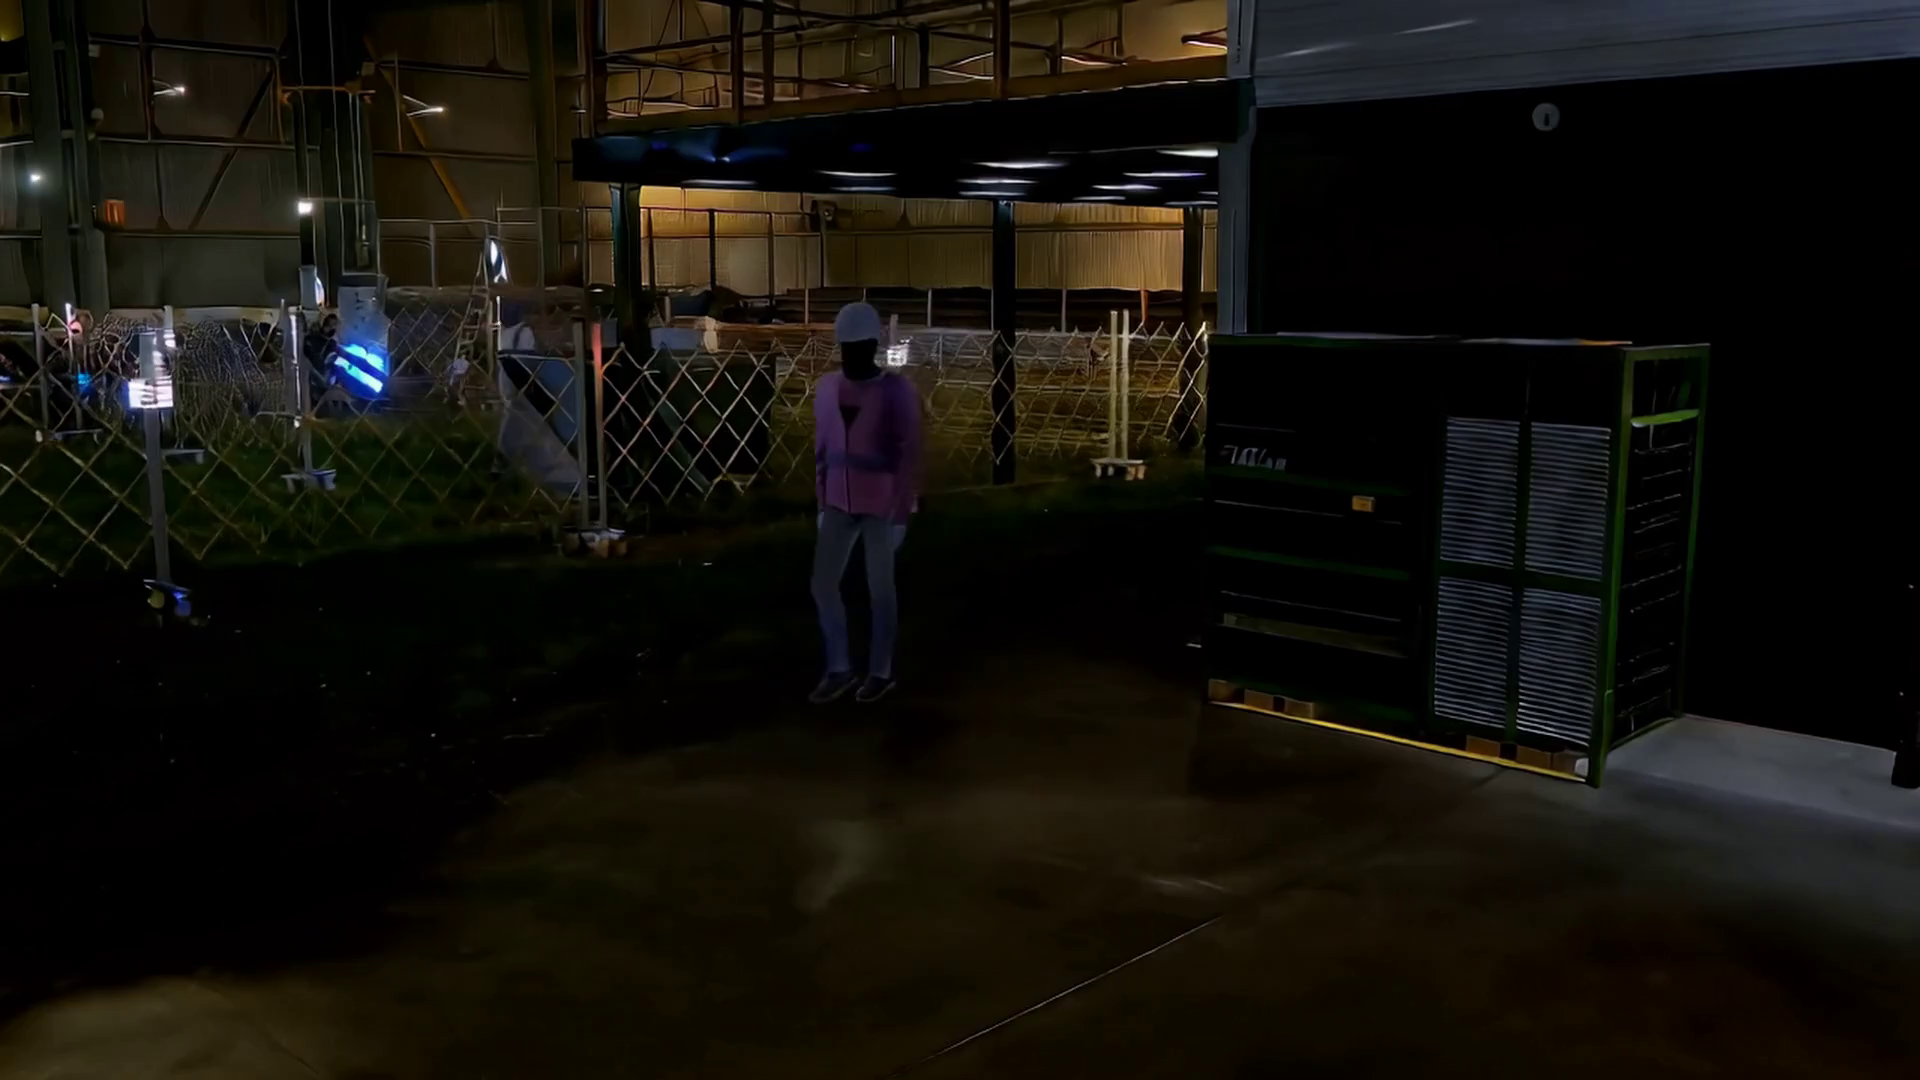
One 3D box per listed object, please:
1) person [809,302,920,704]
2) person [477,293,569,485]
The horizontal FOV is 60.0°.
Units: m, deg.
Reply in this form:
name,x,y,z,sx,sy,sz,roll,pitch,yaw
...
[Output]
name,x,y,z,sx,sy,sz,roll,pitch,yaw
person,-0.491,-0.157,7.851,0.599,1.907,0.637,5,10,27
person,-4.267,-1.481,16.220,0.969,1.847,0.591,-7,12,-38
